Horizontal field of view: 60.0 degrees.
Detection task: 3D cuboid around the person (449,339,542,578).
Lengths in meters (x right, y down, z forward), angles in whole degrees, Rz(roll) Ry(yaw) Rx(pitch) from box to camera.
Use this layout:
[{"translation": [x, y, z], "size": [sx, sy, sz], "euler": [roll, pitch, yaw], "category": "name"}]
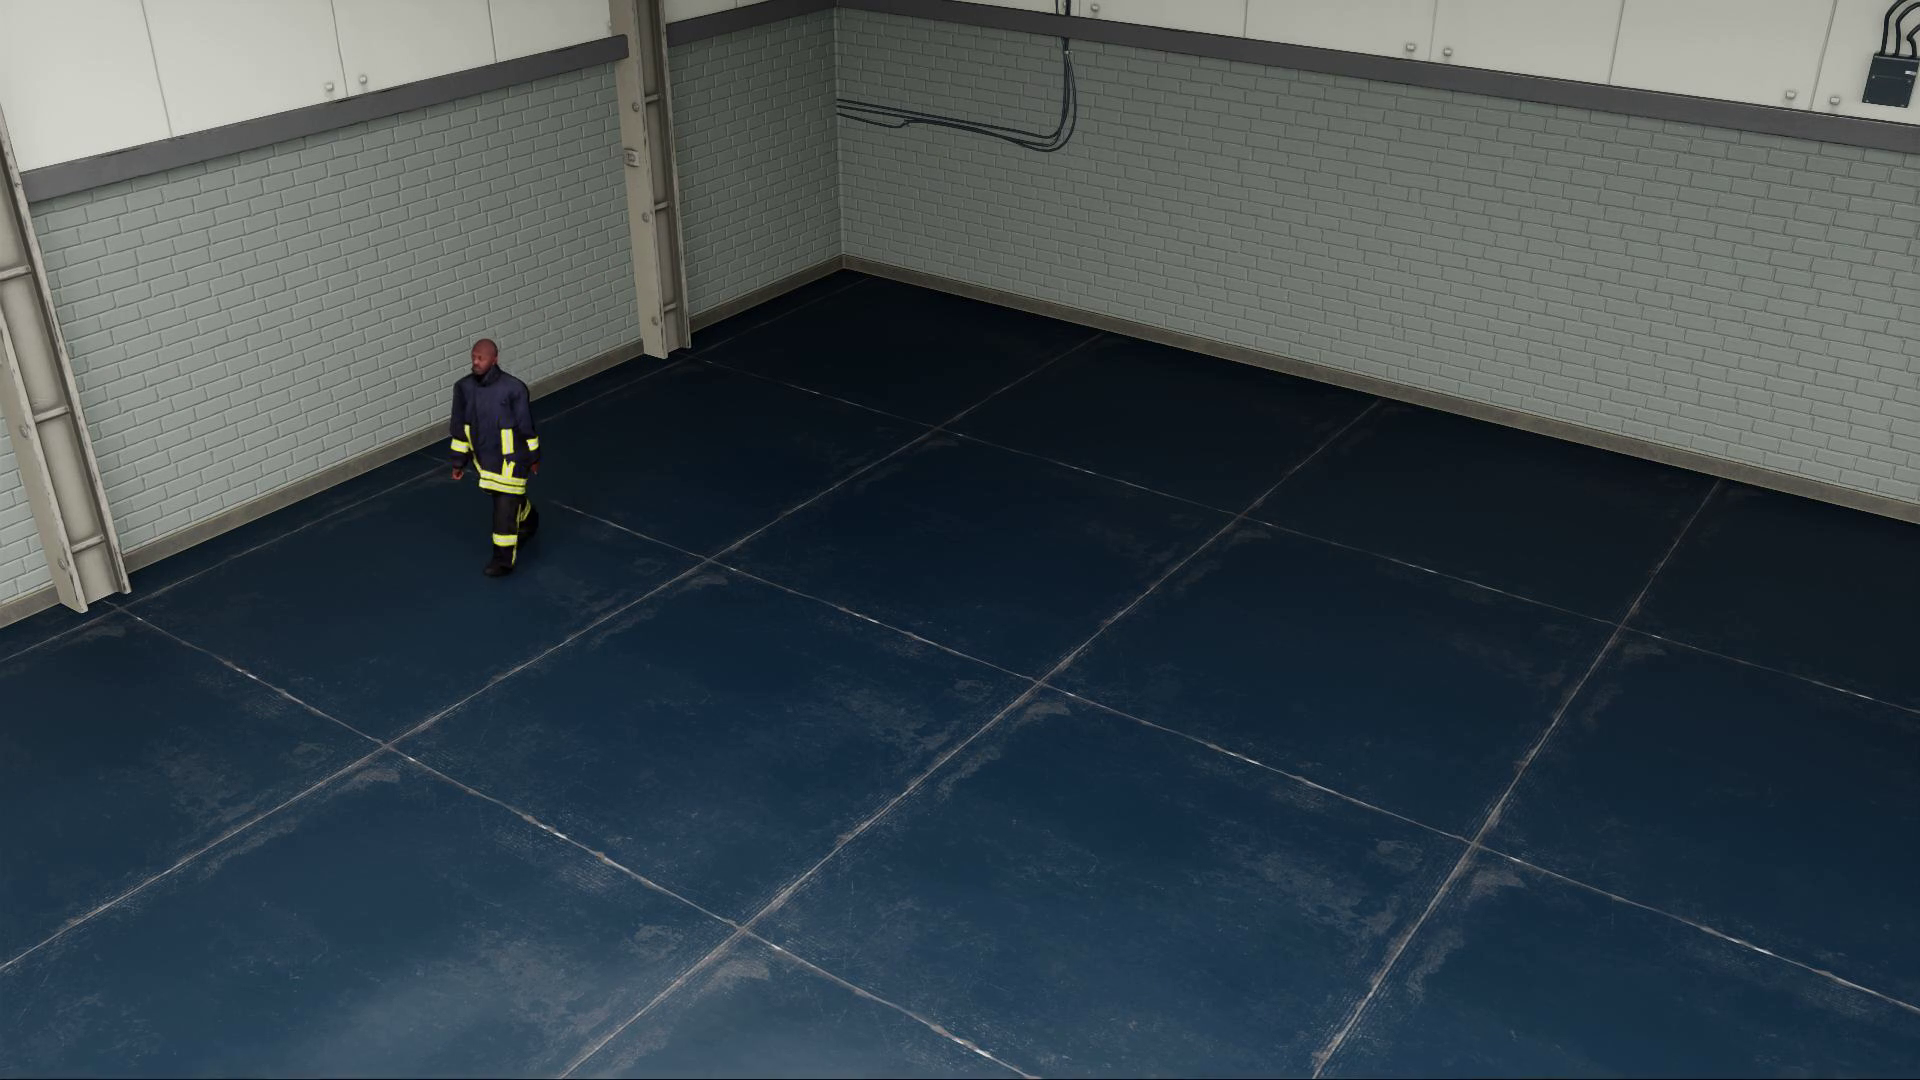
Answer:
[{"translation": [-3.388, -0.682, 12.385], "size": [0.987, 1.783, 1.250], "euler": [8, 29, 15], "category": "person"}]
